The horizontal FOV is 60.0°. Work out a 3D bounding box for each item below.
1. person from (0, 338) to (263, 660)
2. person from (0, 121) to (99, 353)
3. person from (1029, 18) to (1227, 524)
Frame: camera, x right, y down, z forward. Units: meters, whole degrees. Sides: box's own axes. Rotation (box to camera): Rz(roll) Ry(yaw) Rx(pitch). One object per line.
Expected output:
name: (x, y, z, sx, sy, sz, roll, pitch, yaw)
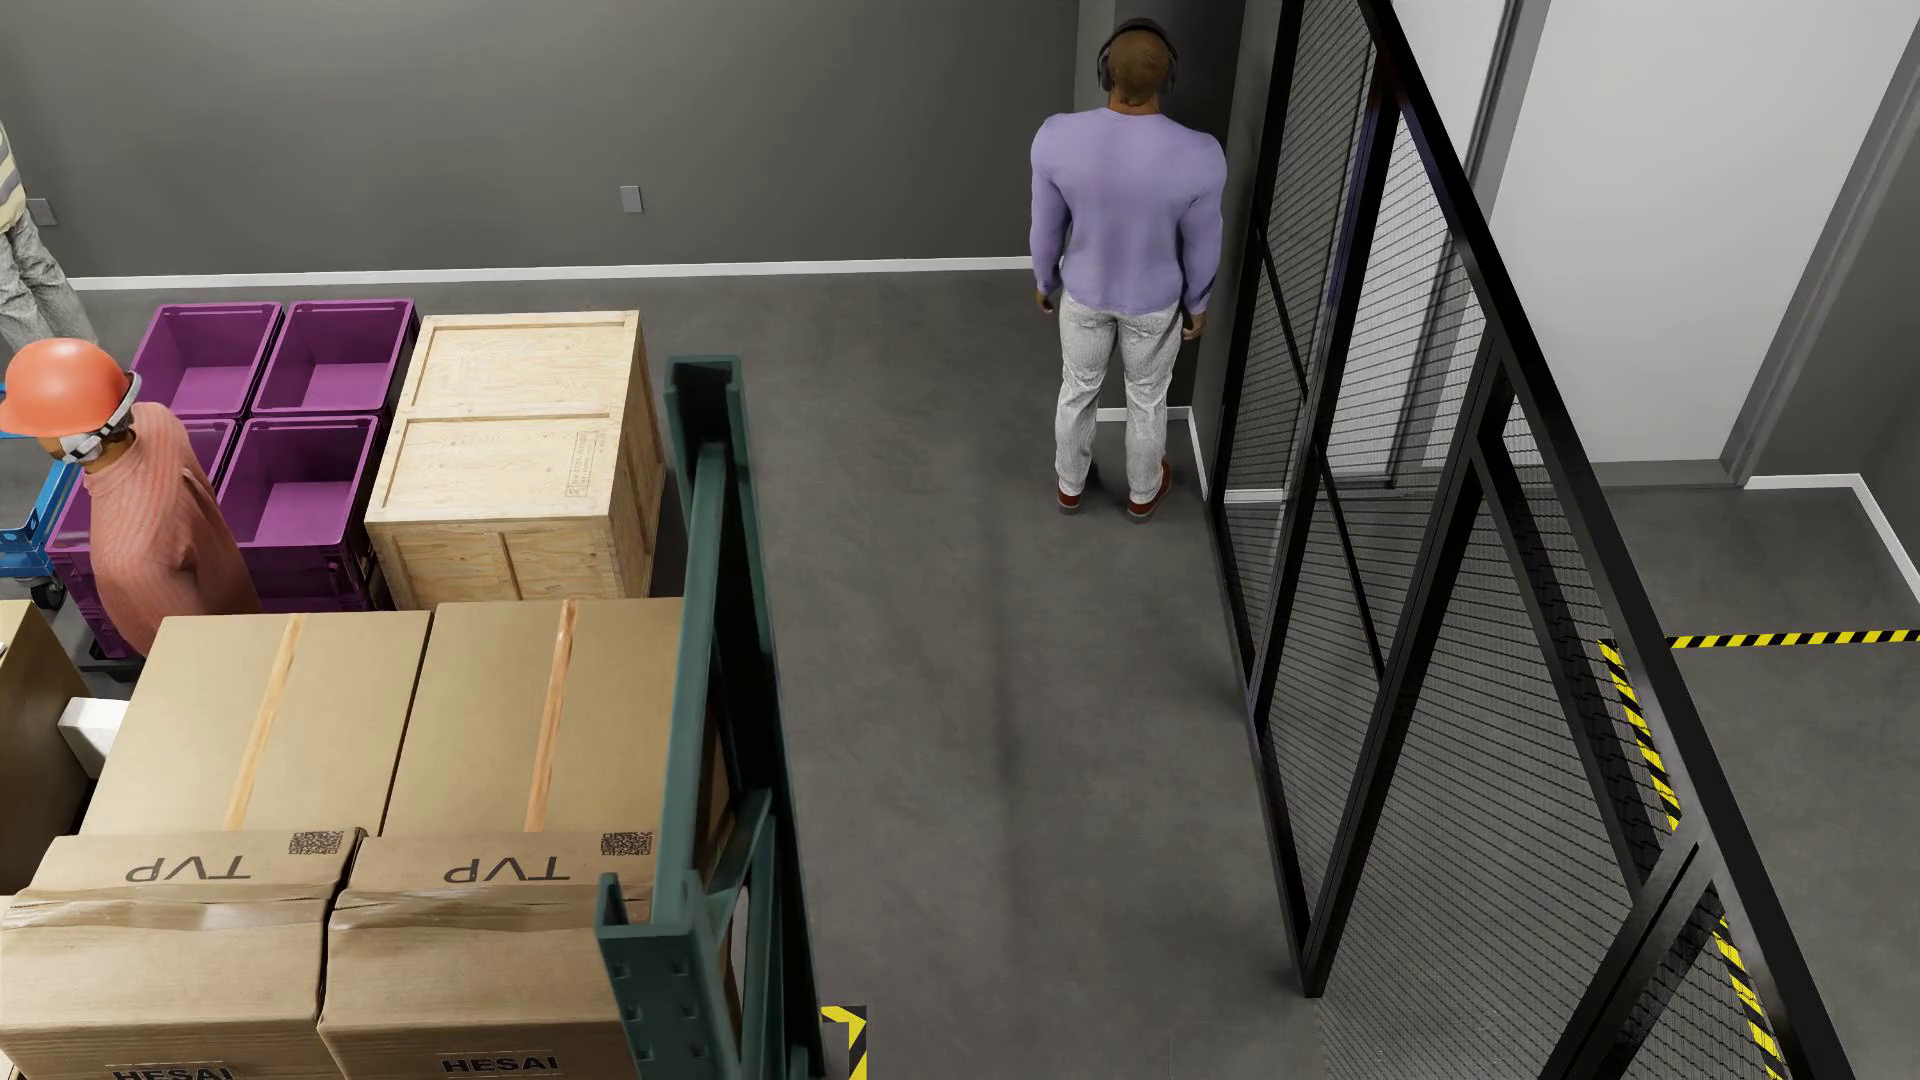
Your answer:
person: (-2.050, 0.254, 4.475, 0.383, 1.993, 0.622, -12, 48, -12)
person: (-3.556, -1.189, 5.964, 0.404, 1.829, 0.600, 1, 46, 1)
person: (0.536, -0.835, 5.555, 0.627, 1.939, 0.371, 11, 47, 10)
